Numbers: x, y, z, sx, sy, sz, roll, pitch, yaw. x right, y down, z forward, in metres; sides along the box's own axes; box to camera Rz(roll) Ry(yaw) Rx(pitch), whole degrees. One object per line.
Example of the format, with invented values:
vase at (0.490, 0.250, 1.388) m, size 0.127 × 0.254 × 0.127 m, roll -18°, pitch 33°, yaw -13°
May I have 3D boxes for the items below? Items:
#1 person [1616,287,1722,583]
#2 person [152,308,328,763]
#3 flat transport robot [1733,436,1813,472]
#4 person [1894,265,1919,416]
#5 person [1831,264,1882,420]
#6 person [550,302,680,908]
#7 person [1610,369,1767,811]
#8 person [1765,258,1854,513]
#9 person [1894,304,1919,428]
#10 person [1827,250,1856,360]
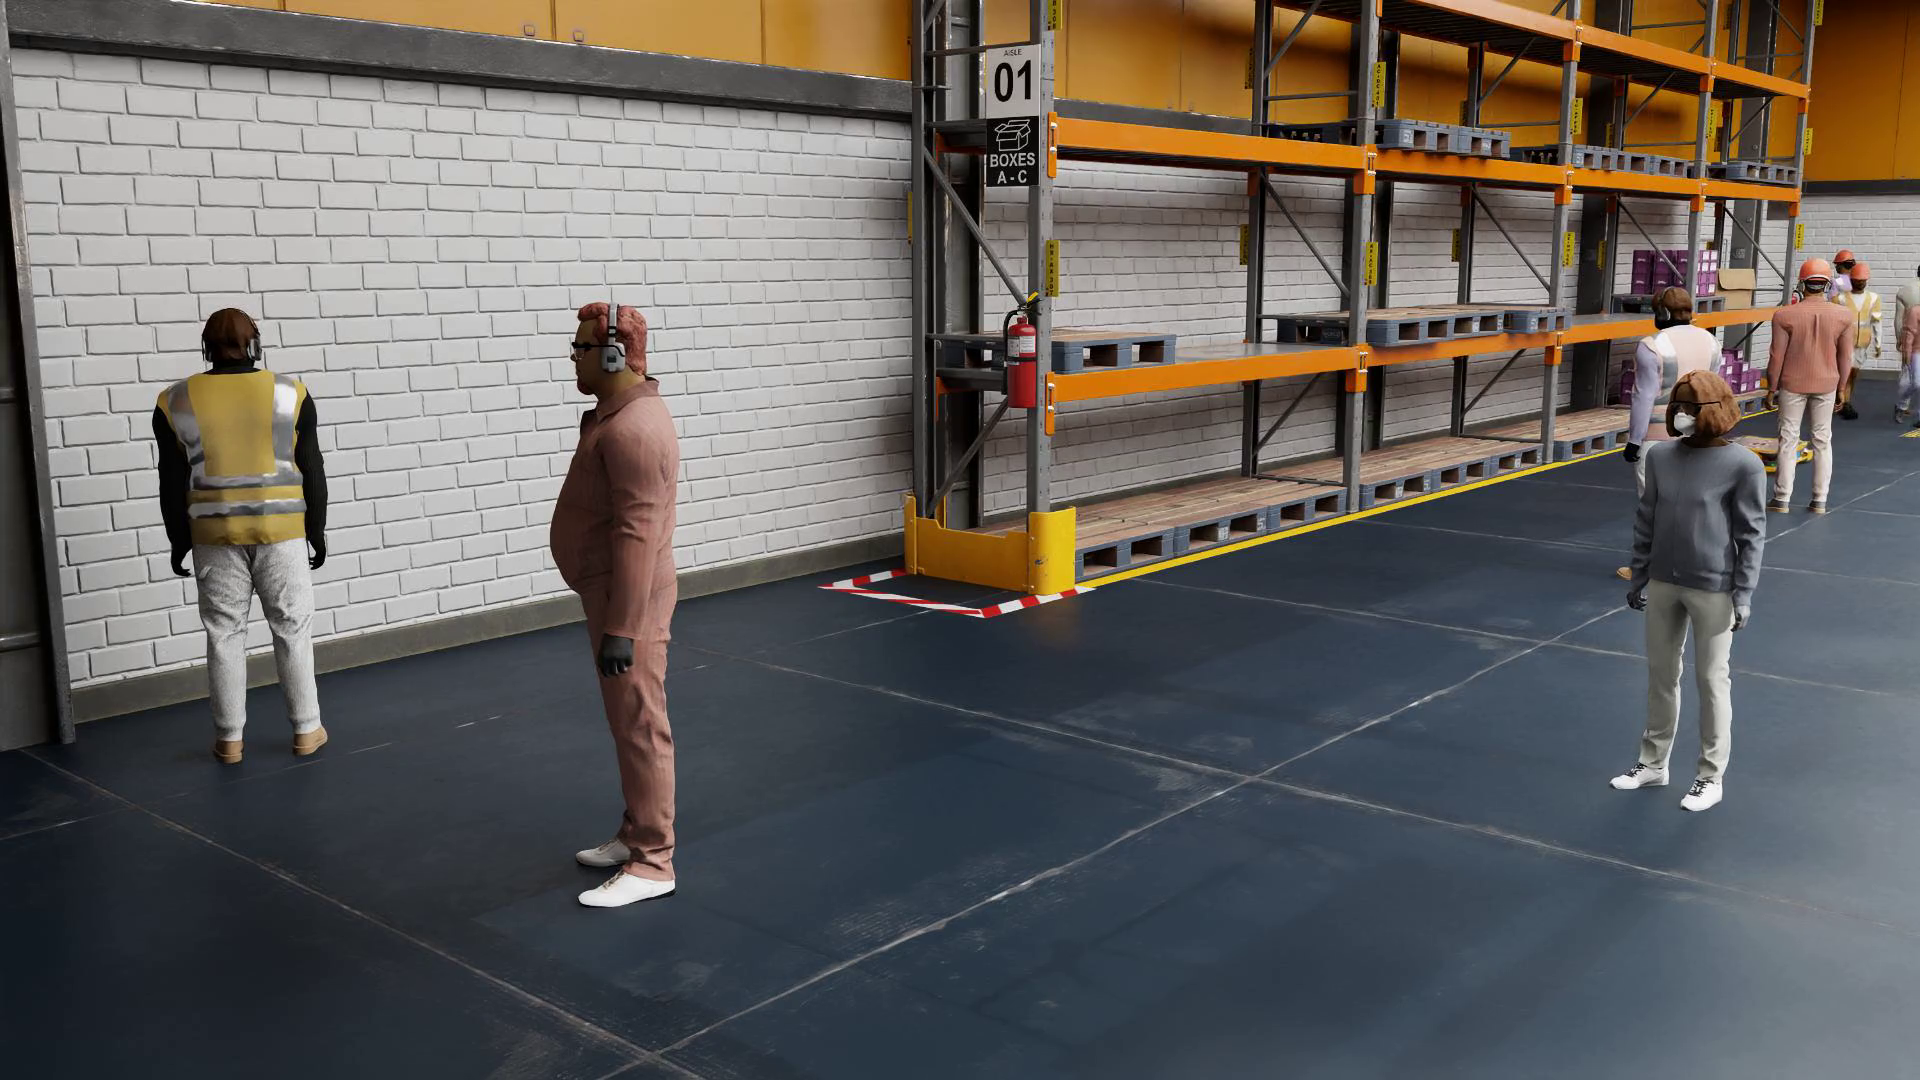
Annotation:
person at (4.382, -0.646, 10.341) m, size 0.624 × 1.840 × 0.429 m, roll -4°, pitch 11°, yaw -23°
person at (-2.885, -0.013, 6.742) m, size 0.621 × 1.838 × 0.429 m, roll -4°, pitch 11°, yaw -20°
flat transport robot at (7.596, -0.824, 15.805) m, size 0.652 × 0.197 × 1.431 m, roll 8°, pitch 13°, yaw 37°
person at (11.790, -2.464, 20.400) m, size 0.371 × 1.941 × 0.627 m, roll -8°, pitch 13°, yaw -37°
person at (10.929, -2.423, 20.347) m, size 0.551 × 1.894 × 0.958 m, roll 1°, pitch 10°, yaw 8°
person at (-1.090, 0.202, 5.310) m, size 0.410 × 1.909 × 0.643 m, roll -2°, pitch 10°, yaw -12°
person at (2.719, 0.183, 6.198) m, size 0.267 × 1.632 × 0.509 m, roll -6°, pitch 12°, yaw -31°
person at (6.630, -1.197, 13.028) m, size 0.608 × 1.995 × 0.377 m, roll 2°, pitch 10°, yaw 9°
person at (11.127, -2.146, 19.162) m, size 0.527 × 1.742 × 0.414 m, roll -1°, pitch 10°, yaw -6°
person at (12.693, -3.152, 24.022) m, size 0.614 × 2.042 × 0.373 m, roll -4°, pitch 11°, yaw -20°
